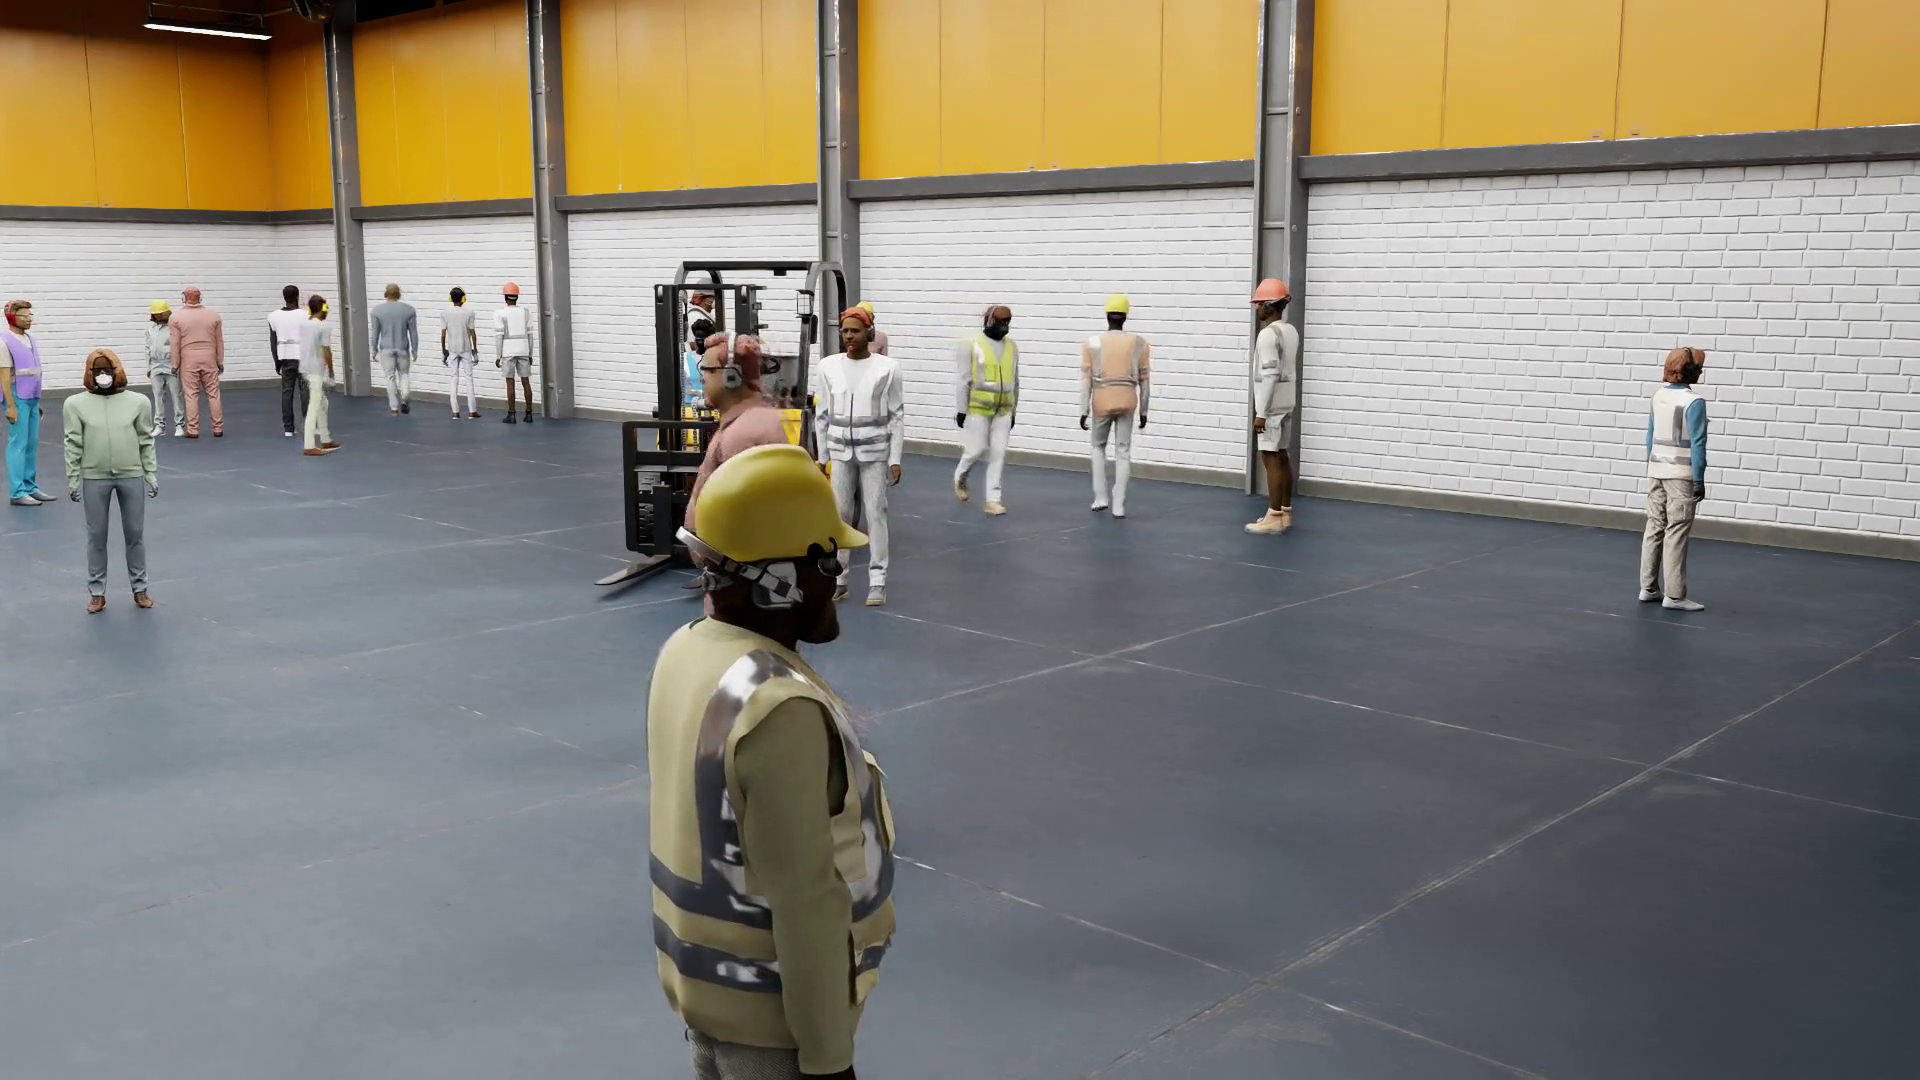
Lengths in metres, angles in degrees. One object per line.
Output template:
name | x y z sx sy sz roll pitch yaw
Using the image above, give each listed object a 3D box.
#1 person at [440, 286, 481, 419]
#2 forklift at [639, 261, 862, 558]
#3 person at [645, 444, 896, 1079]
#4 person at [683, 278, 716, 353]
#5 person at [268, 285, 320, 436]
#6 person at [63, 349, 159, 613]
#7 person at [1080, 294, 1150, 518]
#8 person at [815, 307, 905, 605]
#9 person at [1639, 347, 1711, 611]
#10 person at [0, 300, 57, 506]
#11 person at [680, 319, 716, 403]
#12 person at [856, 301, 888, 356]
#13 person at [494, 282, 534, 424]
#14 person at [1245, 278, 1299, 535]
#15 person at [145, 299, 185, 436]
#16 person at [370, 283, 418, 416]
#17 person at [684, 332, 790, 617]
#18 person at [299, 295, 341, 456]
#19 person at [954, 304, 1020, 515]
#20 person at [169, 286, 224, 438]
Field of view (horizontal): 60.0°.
person | -7.088 -2.643 23.571 0.521 1.862 0.334 0 9 -2
forklift | -1.552 -1.040 12.721 1.214 2.155 2.313 2 9 11
person | -0.313 0.750 2.849 0.403 1.834 0.587 -5 10 -28
person | -2.766 -1.864 18.241 0.535 2.000 0.685 -1 9 -6
person | -8.431 -2.264 21.097 0.596 1.923 0.391 0 9 2
person | -5.253 -0.369 10.318 0.507 1.631 0.266 -5 11 -30
person | 1.322 -1.157 14.315 0.608 1.902 0.660 0 9 -2
person | -0.637 -0.522 10.499 0.575 1.882 0.360 2 10 14
person | 4.466 -0.383 10.384 0.306 1.639 0.523 -2 9 -11
person | -8.449 -1.231 14.955 0.373 1.843 0.570 -1 9 -6
person | -2.228 -1.079 14.494 0.533 1.692 0.319 -1 9 -7
person | -1.032 -1.719 18.187 0.525 1.772 0.307 -5 11 -28
person | -6.129 -2.566 22.858 0.542 1.939 0.368 -6 11 -34
person | 2.483 -1.065 13.334 0.394 2.041 0.612 5 11 29
person | -10.071 -2.171 21.059 0.484 1.735 0.309 0 9 -1
person | -8.157 -2.742 23.982 0.651 1.922 0.430 -5 10 -26
person | -0.779 0.157 6.313 0.594 1.885 0.657 -1 9 -4
person | -7.366 -1.886 19.095 0.533 1.814 0.753 7 12 38
person | 0.214 -1.142 14.494 0.647 1.820 0.656 -5 11 -29
person | -9.573 -2.227 20.874 0.636 1.911 0.406 -7 12 -38
